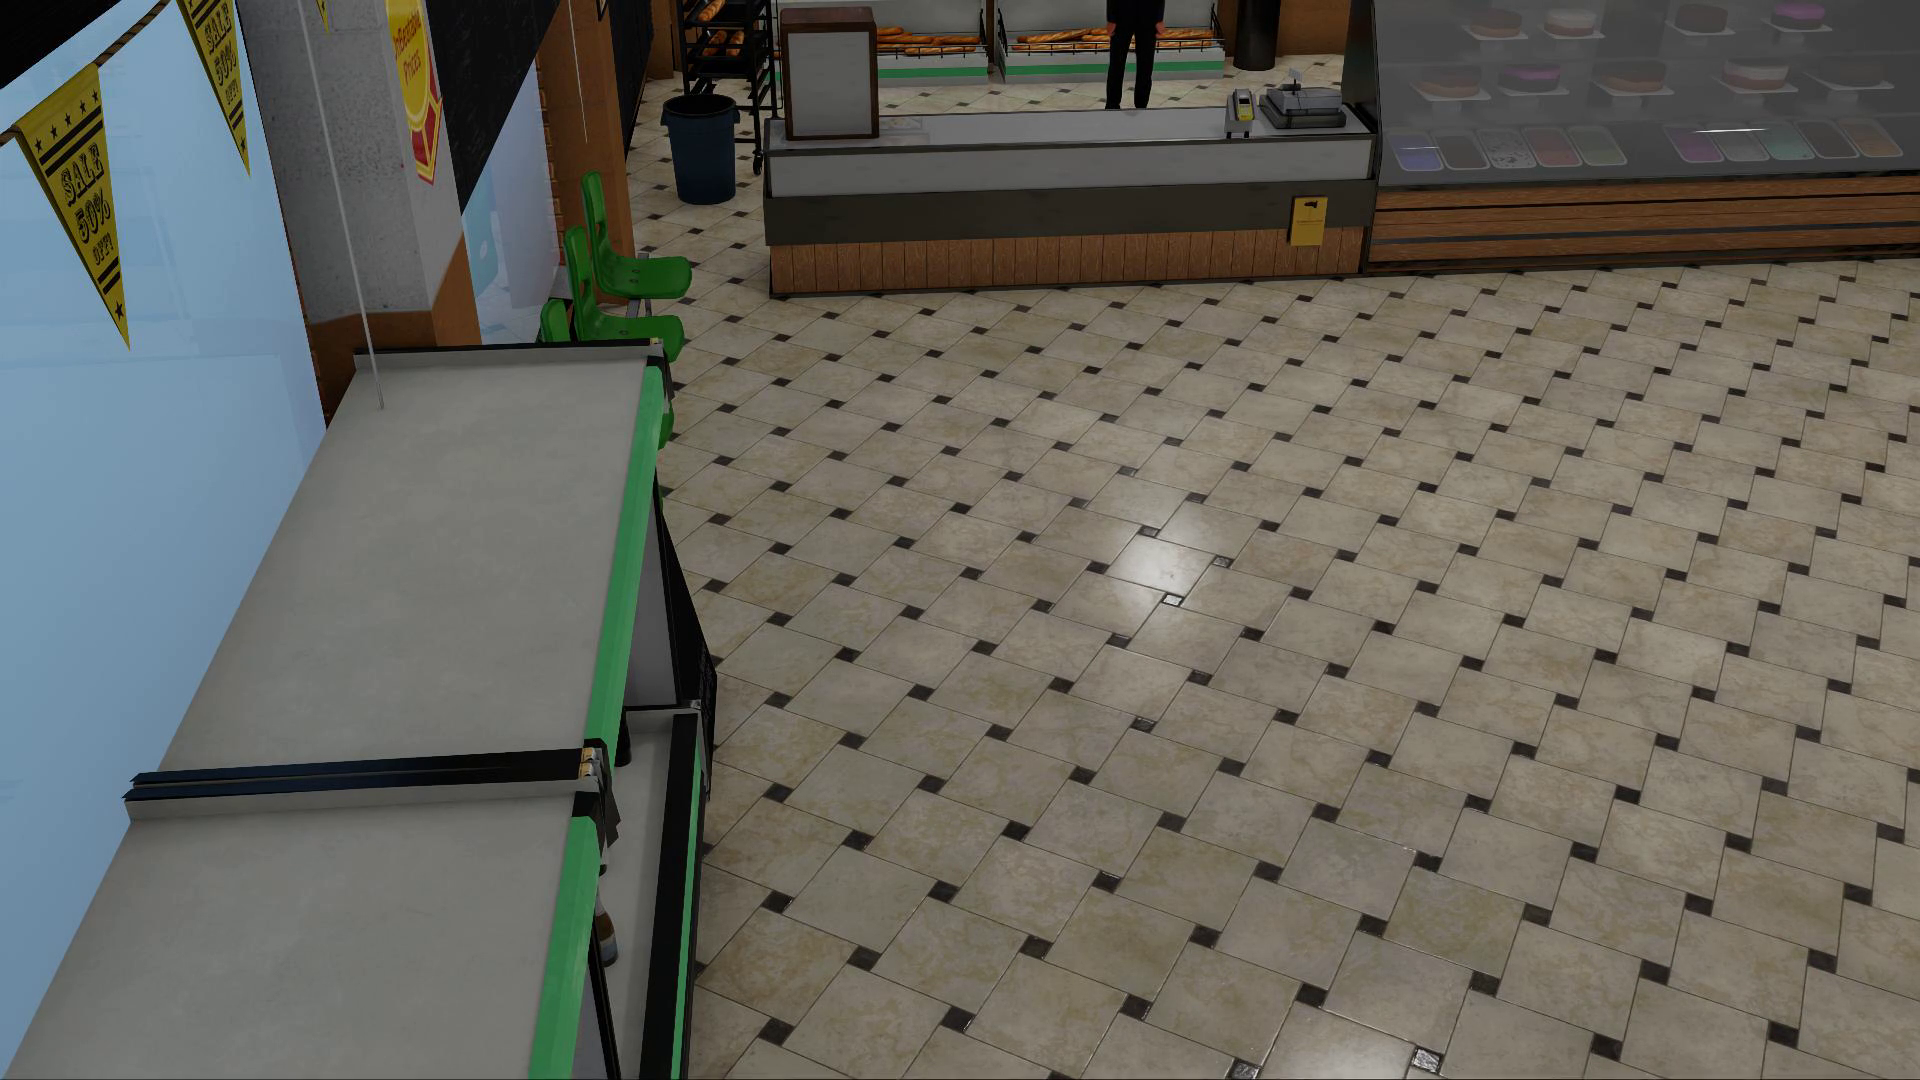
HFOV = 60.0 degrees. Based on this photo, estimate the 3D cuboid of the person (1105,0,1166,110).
[{"bbox_3d":[1.423,-4.244,13.475,0.623,1.868,0.564,-2,32,-4],"label":"person"}]
